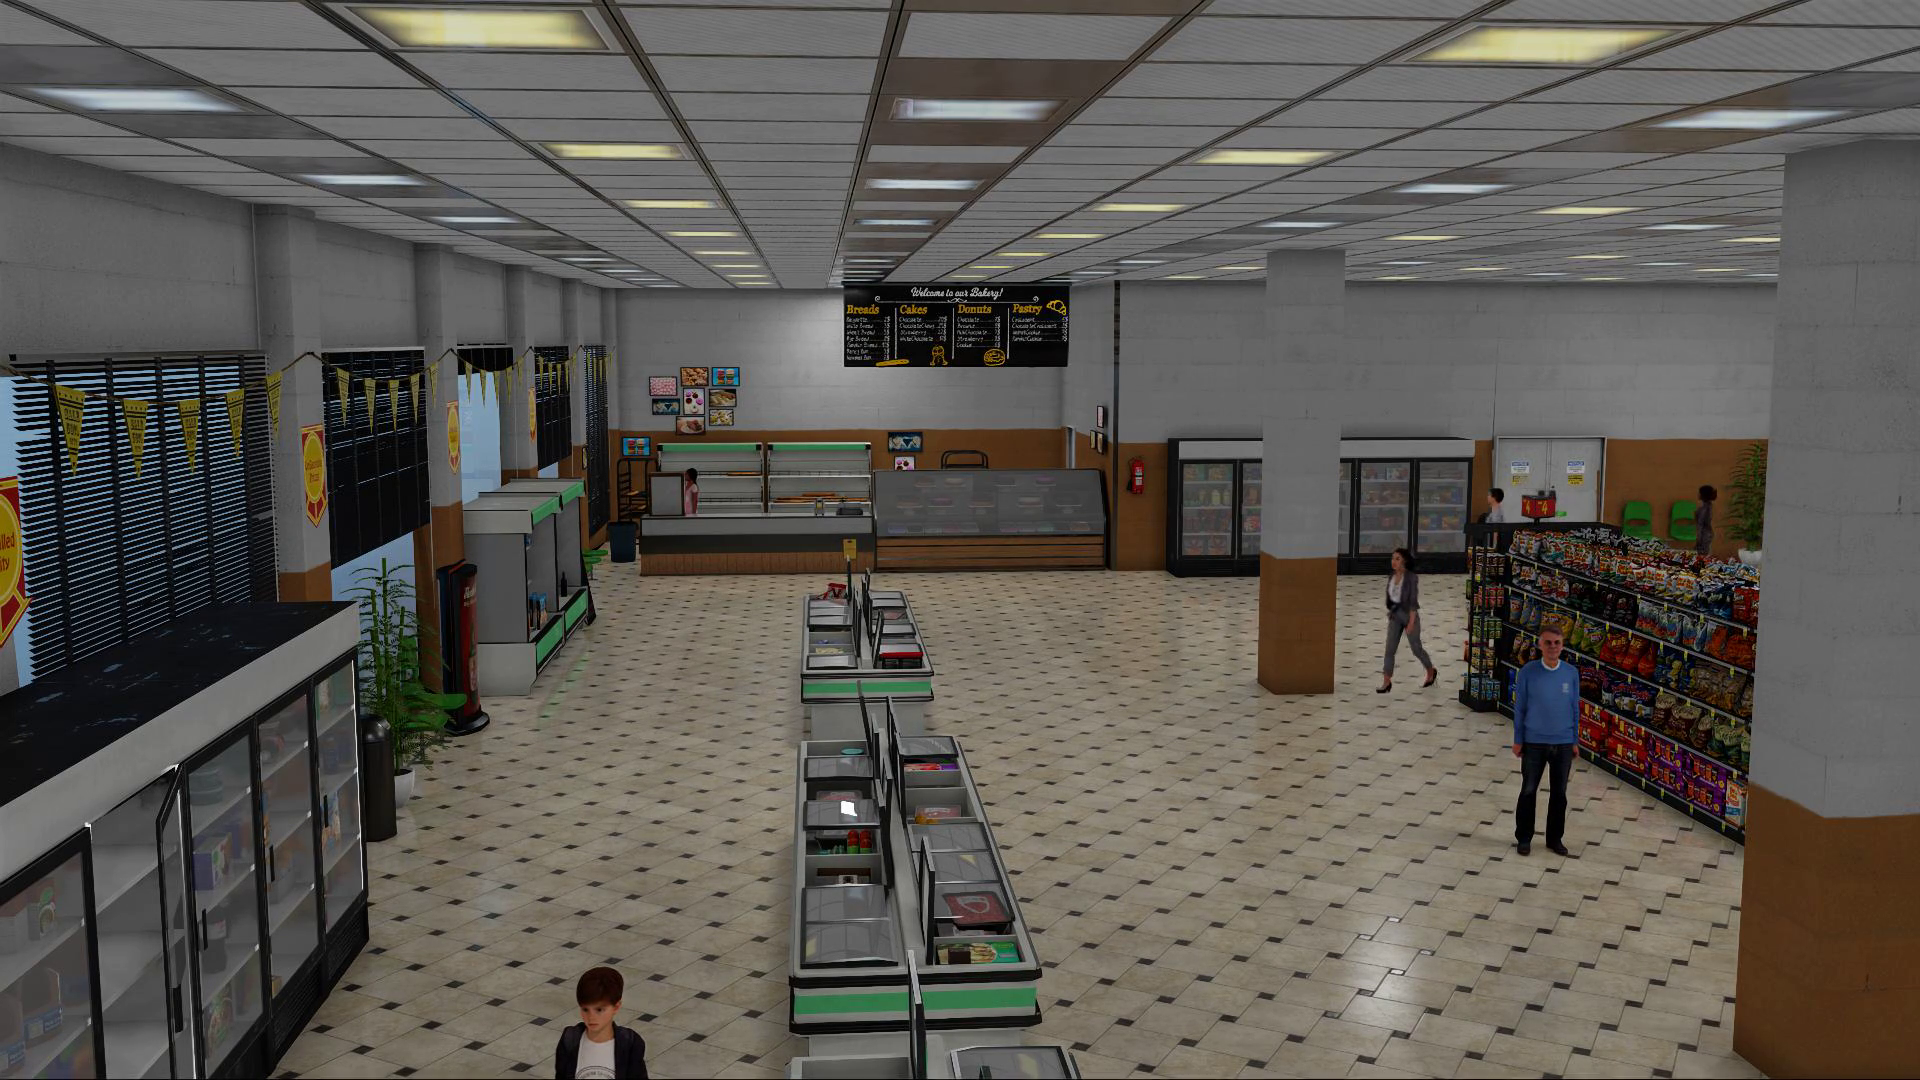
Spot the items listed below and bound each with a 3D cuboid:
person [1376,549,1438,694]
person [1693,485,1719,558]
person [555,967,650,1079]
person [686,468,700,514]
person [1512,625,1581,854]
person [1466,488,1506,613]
[{"bbox_3d":[5.085,0.934,18.789,0.993,1.639,1.108,-4,8,-31],"label":"person"},{"bbox_3d":[11.838,0.000,26.275,1.018,1.696,0.989,5,9,37],"label":"person"},{"bbox_3d":[-1.476,2.470,6.871,0.540,1.447,0.518,0,7,-2],"label":"person"},{"bbox_3d":[-4.772,-0.414,29.514,0.706,1.741,0.580,-4,8,-29],"label":"person"},{"bbox_3d":[4.593,1.542,13.009,0.697,1.818,0.612,0,7,4],"label":"person"},{"bbox_3d":[7.849,0.187,24.123,1.088,1.841,1.151,3,8,25],"label":"person"}]
